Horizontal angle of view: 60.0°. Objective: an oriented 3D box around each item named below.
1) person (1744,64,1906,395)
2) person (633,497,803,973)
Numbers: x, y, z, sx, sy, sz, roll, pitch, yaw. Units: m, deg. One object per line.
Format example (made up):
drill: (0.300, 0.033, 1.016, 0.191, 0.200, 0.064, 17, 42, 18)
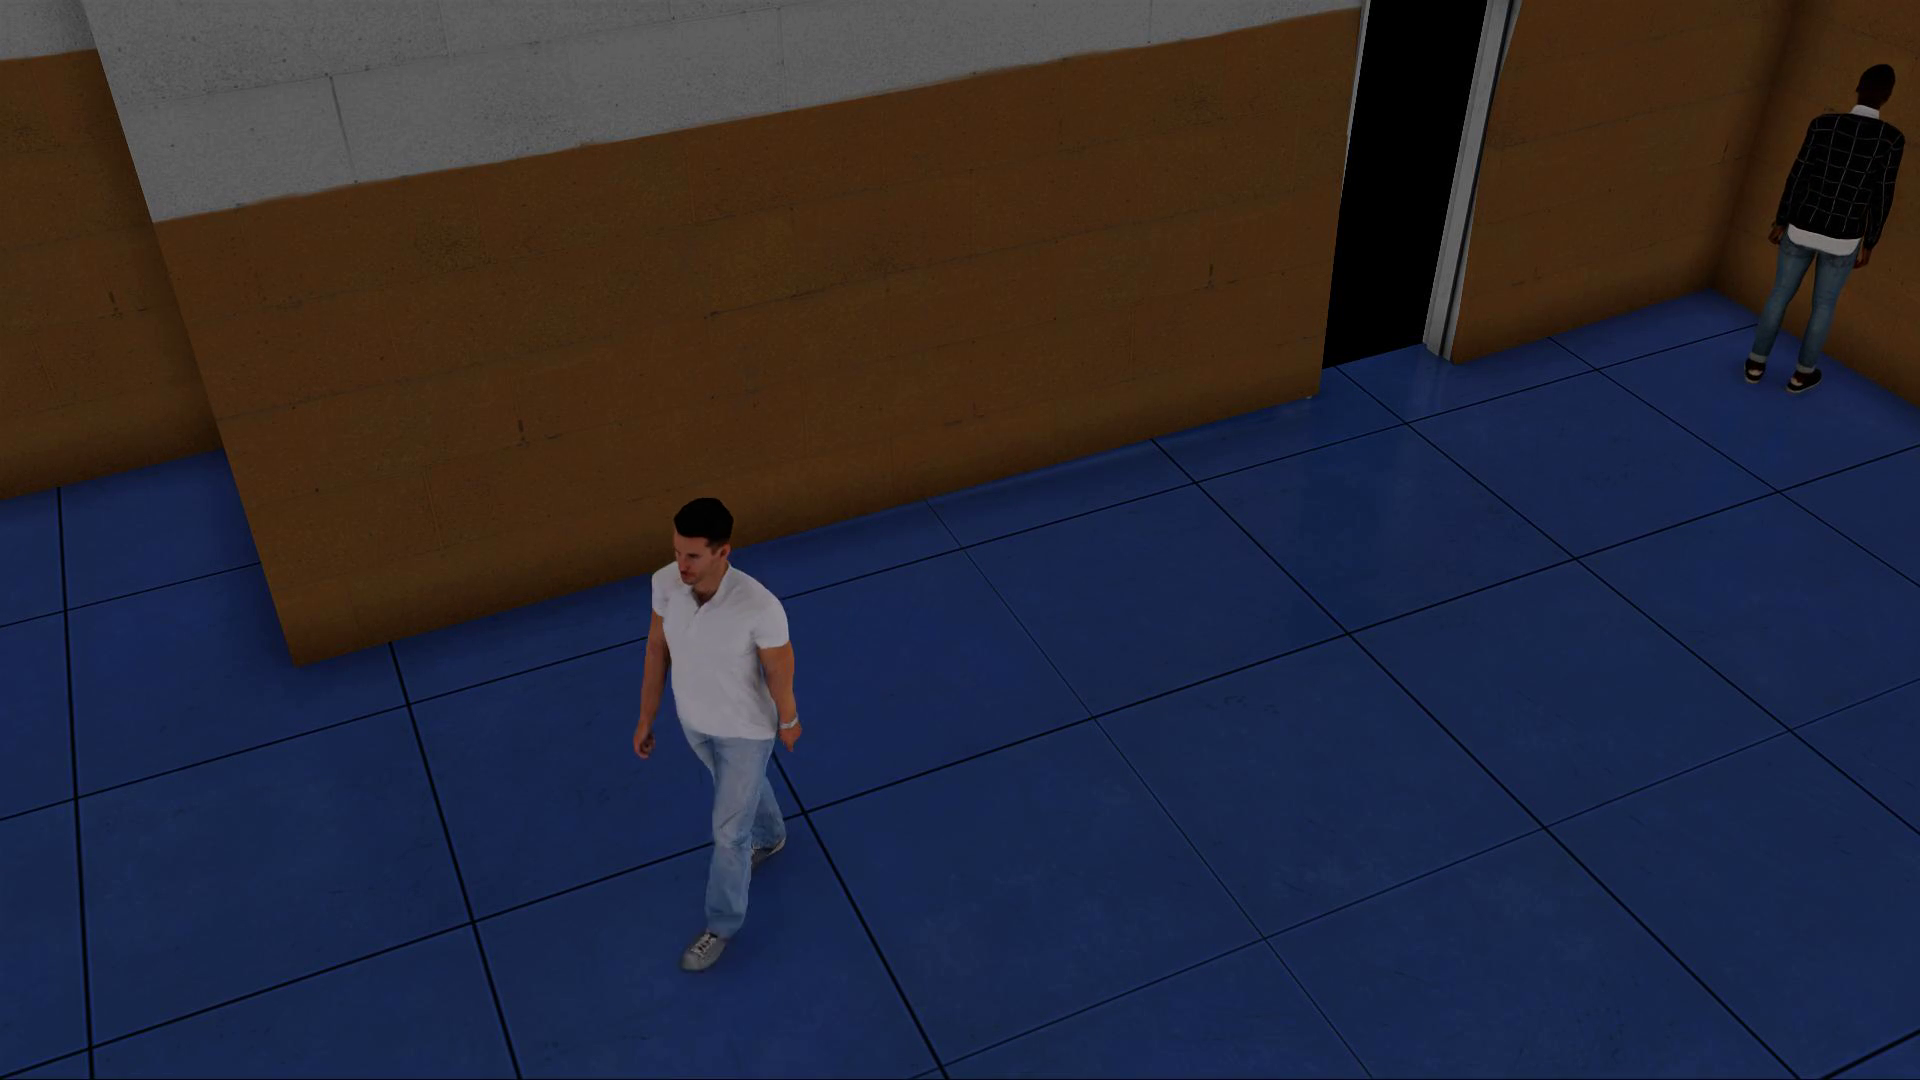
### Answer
person: (4.609, -1.646, 8.876, 0.677, 1.819, 0.807, 22, 42, 26)
person: (-0.777, 0.568, 5.916, 1.060, 1.831, 1.026, 25, 43, 29)
